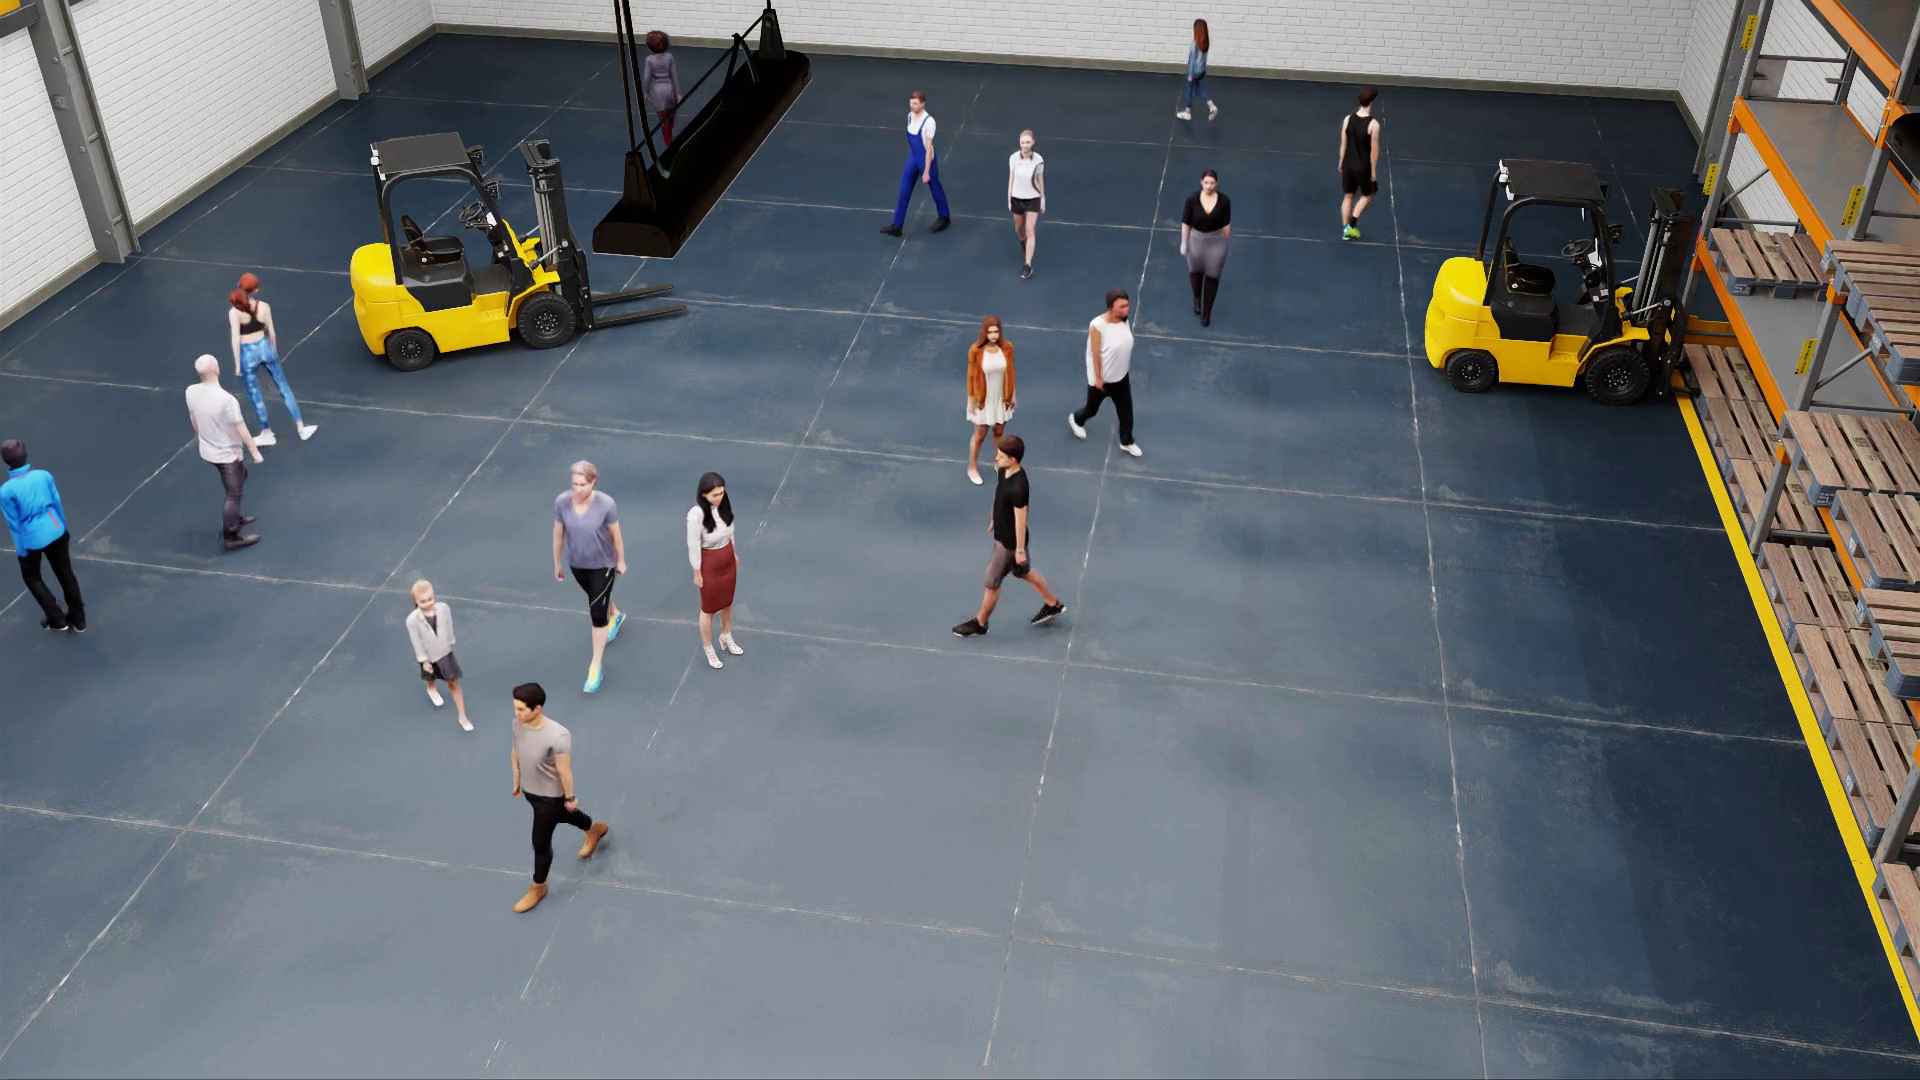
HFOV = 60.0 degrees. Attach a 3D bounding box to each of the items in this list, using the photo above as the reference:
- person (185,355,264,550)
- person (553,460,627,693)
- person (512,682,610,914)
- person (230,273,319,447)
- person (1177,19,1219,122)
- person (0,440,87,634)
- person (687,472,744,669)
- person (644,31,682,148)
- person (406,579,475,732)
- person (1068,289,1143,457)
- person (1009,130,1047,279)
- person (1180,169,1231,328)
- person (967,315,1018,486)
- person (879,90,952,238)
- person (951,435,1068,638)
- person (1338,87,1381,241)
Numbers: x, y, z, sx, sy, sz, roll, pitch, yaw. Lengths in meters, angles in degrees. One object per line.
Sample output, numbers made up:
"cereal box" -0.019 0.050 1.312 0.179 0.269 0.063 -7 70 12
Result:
"person" -6.470 -0.739 14.457 0.846 1.808 0.854 20 39 27
"person" -2.863 0.155 13.083 0.695 1.840 1.213 6 34 10
"person" -2.688 1.604 11.042 0.979 1.686 1.205 24 41 32
"person" -6.756 -1.691 15.928 0.941 1.765 0.832 13 36 19
"person" 3.432 -6.651 23.671 0.884 1.455 0.909 24 41 32
"person" -7.311 0.019 13.337 0.798 1.786 0.670 20 38 27
"person" -1.913 0.218 13.068 0.740 1.752 0.619 25 41 32
"person" -3.976 -5.958 22.423 0.938 1.682 1.076 -14 36 -19
"person" -4.014 0.822 12.619 0.838 1.243 0.942 -20 38 -27
"person" 1.385 -1.629 15.931 1.100 1.659 1.136 -23 40 -30
"person" 0.786 -3.974 19.400 0.594 1.724 1.023 5 34 7
"person" 2.705 -3.280 18.344 0.673 1.737 0.797 7 34 10
"person" 0.281 -1.335 15.438 0.709 1.715 0.718 -8 34 -12
"person" -0.381 -4.582 20.255 1.329 1.789 1.138 -28 43 -35
"person" 0.496 -0.023 13.360 1.016 1.830 1.235 -5 34 -7
"person" 4.757 -4.484 20.021 0.817 1.885 0.831 26 42 34
